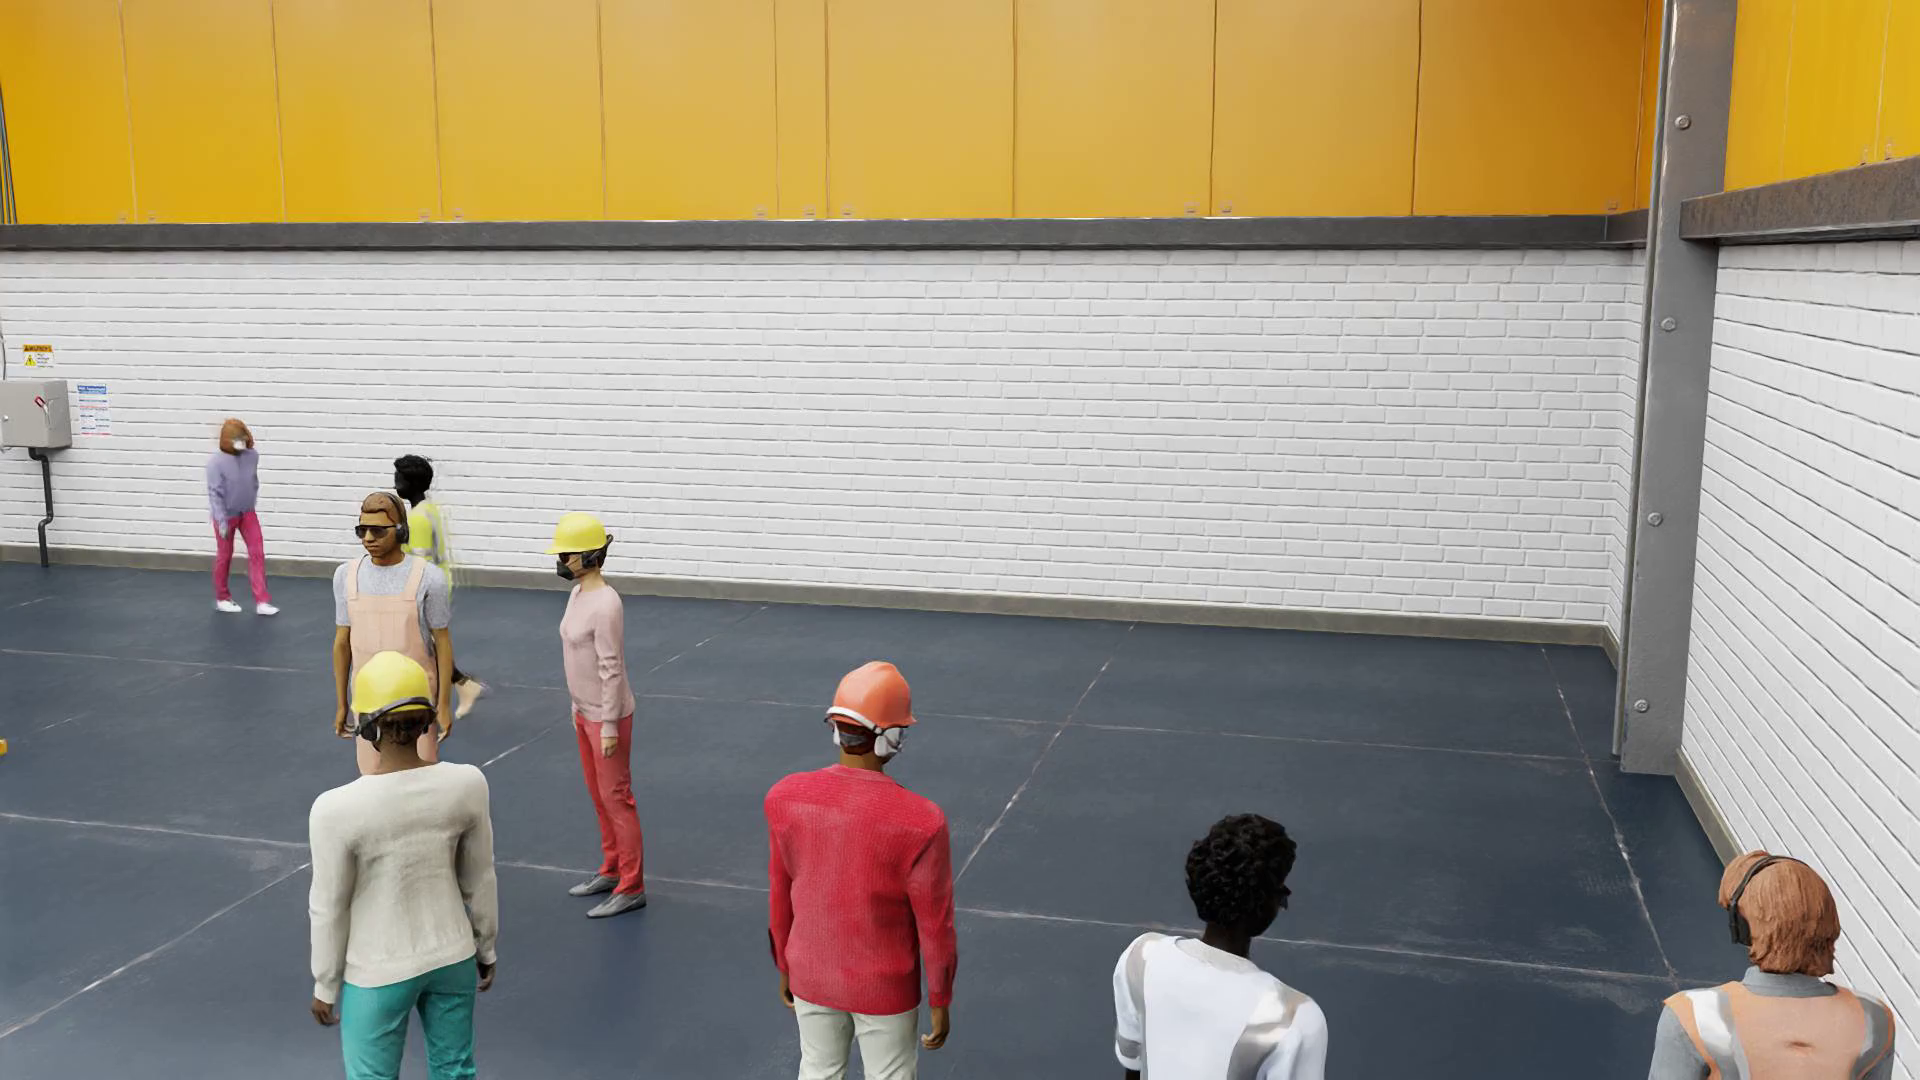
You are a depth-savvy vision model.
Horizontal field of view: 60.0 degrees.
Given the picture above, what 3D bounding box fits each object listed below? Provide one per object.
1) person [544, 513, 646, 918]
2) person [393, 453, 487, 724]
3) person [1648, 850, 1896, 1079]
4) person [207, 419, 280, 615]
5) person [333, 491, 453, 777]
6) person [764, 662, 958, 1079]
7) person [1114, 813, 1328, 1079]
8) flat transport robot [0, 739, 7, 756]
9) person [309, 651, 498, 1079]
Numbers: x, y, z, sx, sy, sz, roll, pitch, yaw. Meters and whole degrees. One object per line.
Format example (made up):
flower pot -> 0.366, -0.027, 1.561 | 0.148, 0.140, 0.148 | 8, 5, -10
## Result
person -> -1.587, 0.752, 7.188 | 0.343, 1.760, 0.528 | -5, 11, -28
person -> -3.172, 0.315, 9.984 | 0.455, 1.686, 0.534 | -2, 10, -12
person -> 1.652, 1.448, 3.458 | 0.525, 1.632, 0.317 | -1, 10, -6
person -> -5.695, -0.171, 13.120 | 0.789, 1.571, 0.513 | 6, 11, 30
person -> -2.458, 0.702, 7.212 | 0.514, 1.845, 0.336 | 0, 10, 1
person -> -0.261, 1.195, 4.631 | 0.573, 1.738, 0.351 | 4, 10, 23
person -> 0.547, 1.405, 3.544 | 0.320, 1.686, 0.539 | -9, 13, -43
flat transport robot -> -5.832, 1.223, 8.771 | 0.652, 0.197, 1.431 | 1, 10, 9
person -> -1.546, 1.181, 4.650 | 0.342, 1.759, 0.533 | 9, 13, 43
